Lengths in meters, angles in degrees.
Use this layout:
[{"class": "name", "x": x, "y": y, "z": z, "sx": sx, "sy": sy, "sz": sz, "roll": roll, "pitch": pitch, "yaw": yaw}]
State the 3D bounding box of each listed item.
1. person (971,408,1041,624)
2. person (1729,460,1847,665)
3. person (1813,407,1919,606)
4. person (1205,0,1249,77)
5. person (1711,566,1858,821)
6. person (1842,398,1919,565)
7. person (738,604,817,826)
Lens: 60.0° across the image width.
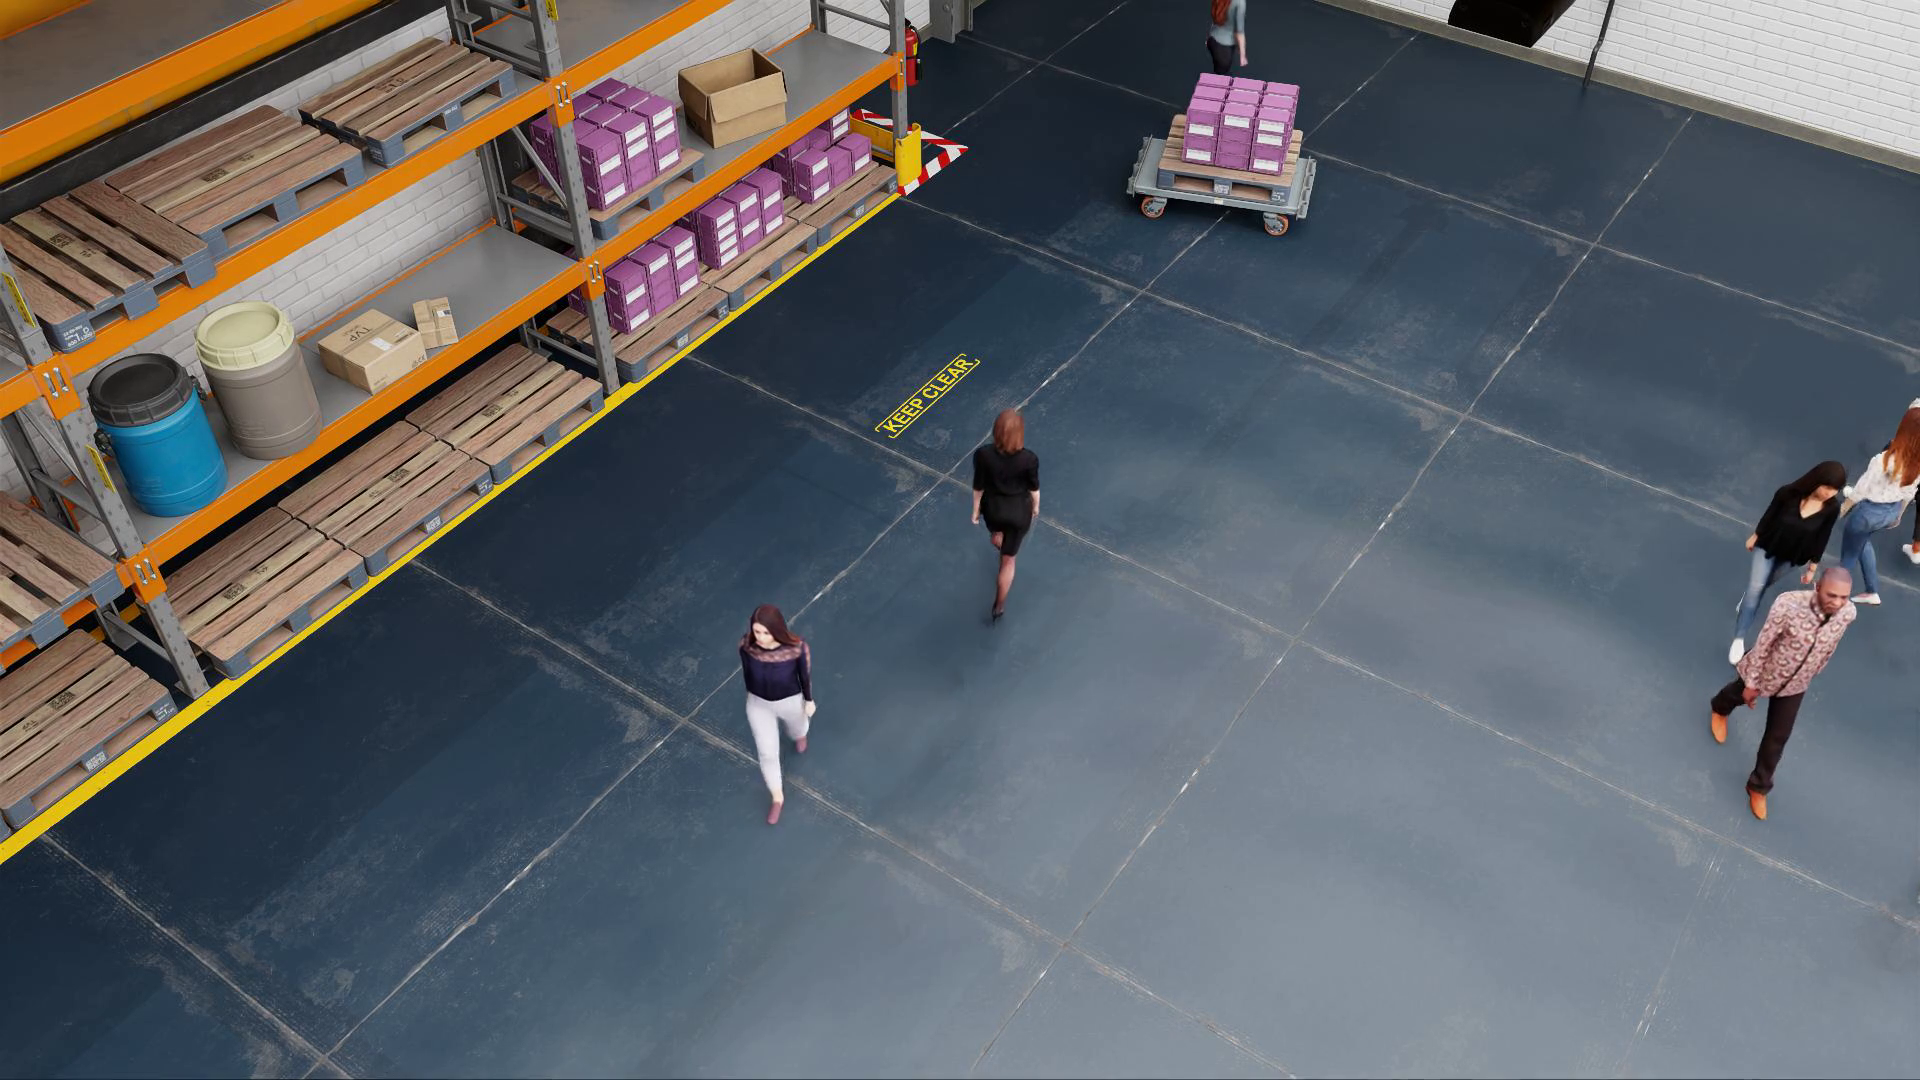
[{"class": "person", "x": 0.294, "y": -0.117, "z": 11.239, "sx": 0.866, "sy": 1.673, "sz": 1.113, "roll": 8, "pitch": 44, "yaw": 8}, {"class": "person", "x": 5.524, "y": 0.021, "z": 11.149, "sx": 0.748, "sy": 1.597, "sz": 1.124, "roll": 17, "pitch": 46, "yaw": 17}, {"class": "person", "x": 6.228, "y": -0.125, "z": 11.217, "sx": 0.768, "sy": 1.715, "sz": 0.817, "roll": -13, "pitch": 45, "yaw": -13}, {"class": "person", "x": 2.484, "y": -4.736, "z": 16.066, "sx": 0.786, "sy": 1.703, "sz": 0.745, "roll": -22, "pitch": 48, "yaw": -21}, {"class": "person", "x": 5.016, "y": 0.755, "z": 10.255, "sx": 0.997, "sy": 1.767, "sz": 1.275, "roll": 7, "pitch": 44, "yaw": 7}, {"class": "person", "x": 6.833, "y": -0.562, "z": 11.766, "sx": 1.088, "sy": 1.589, "sz": 1.179, "roll": -5, "pitch": 44, "yaw": -5}, {"class": "person", "x": -1.092, "y": 0.961, "z": 10.174, "sx": 0.916, "sy": 1.582, "sz": 1.115, "roll": 4, "pitch": 44, "yaw": 5}]
